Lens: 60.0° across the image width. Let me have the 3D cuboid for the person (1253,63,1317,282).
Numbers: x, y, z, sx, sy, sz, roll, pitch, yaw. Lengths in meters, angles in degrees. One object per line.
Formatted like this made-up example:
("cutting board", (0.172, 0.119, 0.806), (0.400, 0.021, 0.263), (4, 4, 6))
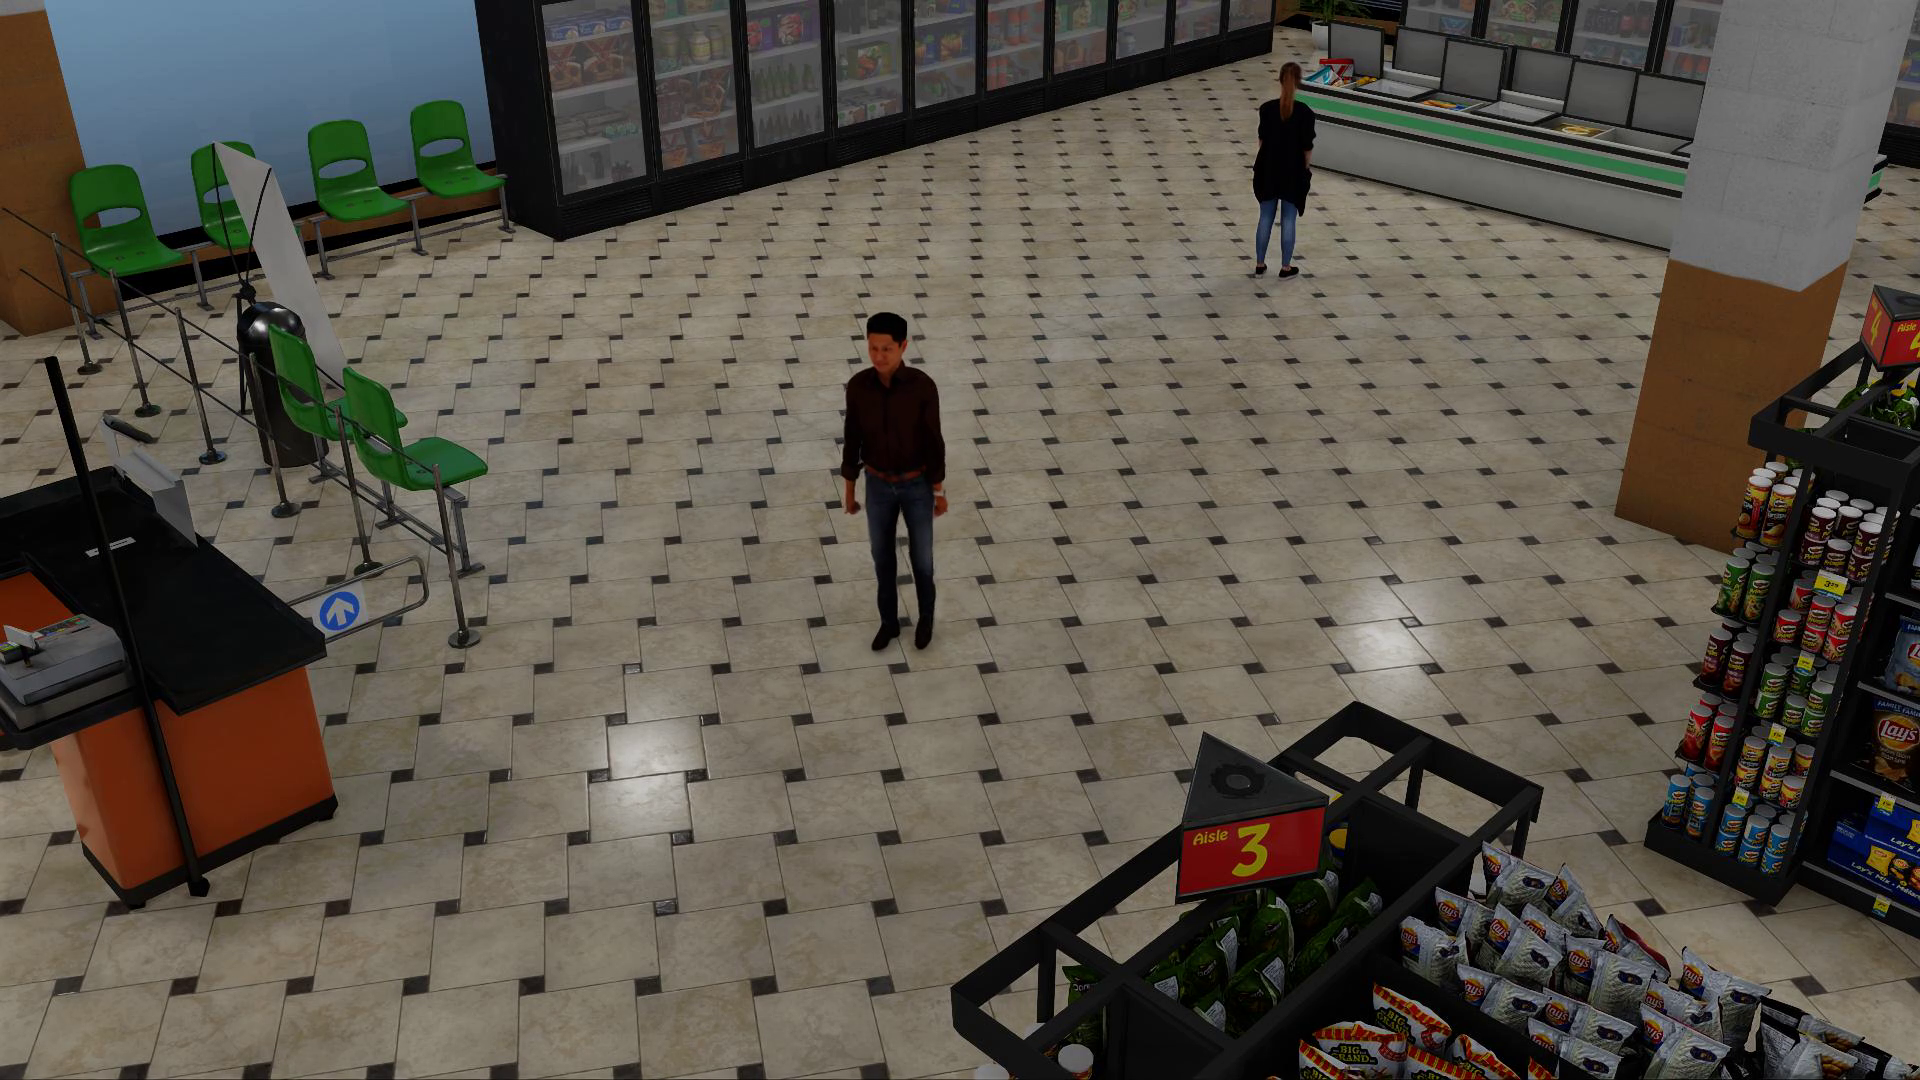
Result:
("person", (2.498, -2.849, 12.903), (0.605, 1.684, 0.758), (13, 31, 23))

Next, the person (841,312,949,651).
("person", (-0.283, -0.281, 8.105), (0.722, 1.775, 0.829), (6, 29, 10))
